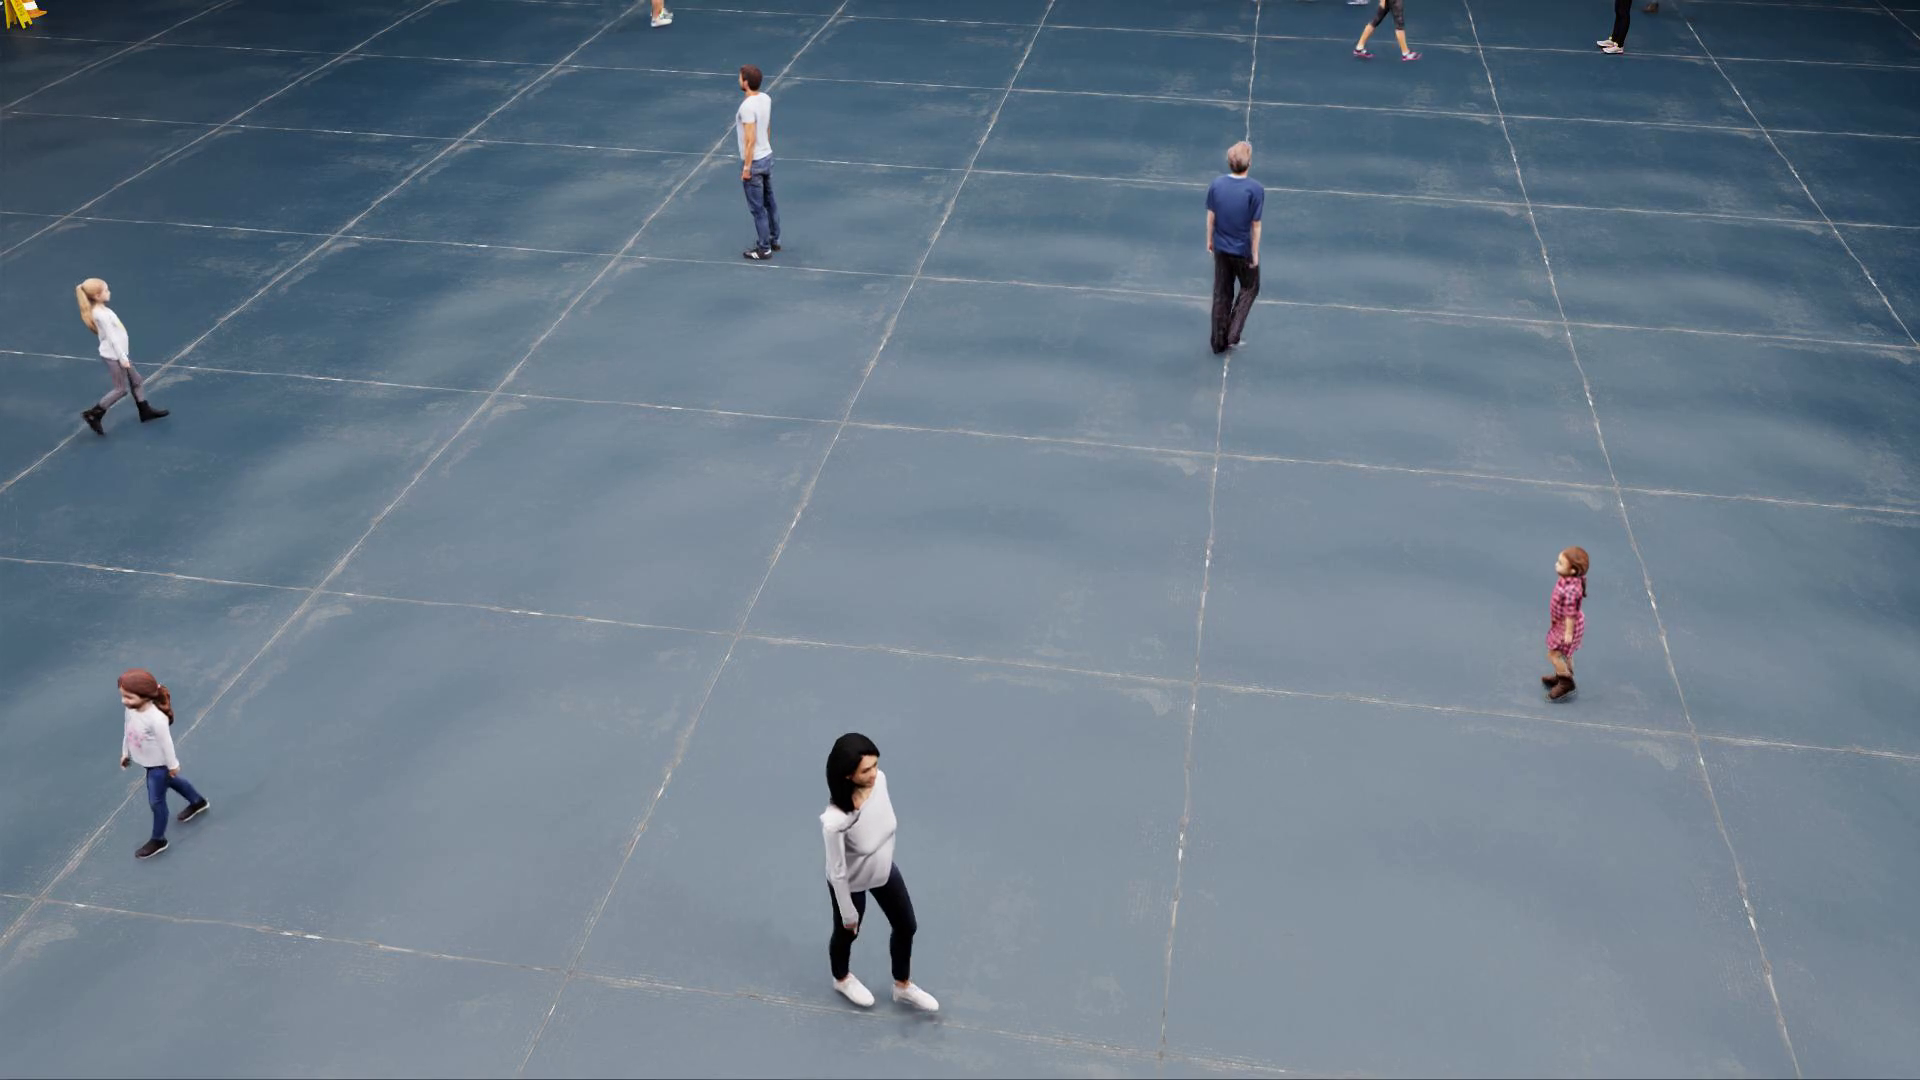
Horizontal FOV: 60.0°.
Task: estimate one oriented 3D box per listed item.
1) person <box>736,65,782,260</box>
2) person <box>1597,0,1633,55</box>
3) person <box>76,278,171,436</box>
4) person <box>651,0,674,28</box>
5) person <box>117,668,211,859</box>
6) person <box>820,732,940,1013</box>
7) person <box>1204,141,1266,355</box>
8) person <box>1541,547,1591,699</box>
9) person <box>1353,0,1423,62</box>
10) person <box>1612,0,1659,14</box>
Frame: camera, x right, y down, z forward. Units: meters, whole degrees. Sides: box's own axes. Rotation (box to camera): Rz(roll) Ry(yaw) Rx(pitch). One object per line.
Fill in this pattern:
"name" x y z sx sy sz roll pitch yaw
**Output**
"person" -1.935 -3.621 15.933 0.598 1.865 0.676 11 34 17
"person" 8.793 -7.340 21.922 0.551 1.764 0.636 4 32 6
"person" -6.679 -1.425 13.018 0.898 1.260 0.781 -16 36 -23
"person" -4.265 -8.019 22.927 0.911 1.841 0.840 -24 39 -32
"person" -4.370 1.147 9.097 0.720 1.093 0.699 22 39 31
"person" -0.538 1.562 7.885 0.910 1.685 0.821 20 37 29
"person" 2.277 -2.404 14.007 0.710 1.860 0.836 19 37 27
"person" 3.738 0.511 10.185 0.499 1.009 0.458 8 33 12
"person" 5.491 -7.068 21.569 1.139 1.681 0.669 10 34 15
"person" 9.827 -8.275 23.568 0.999 1.590 1.121 -27 41 -35
